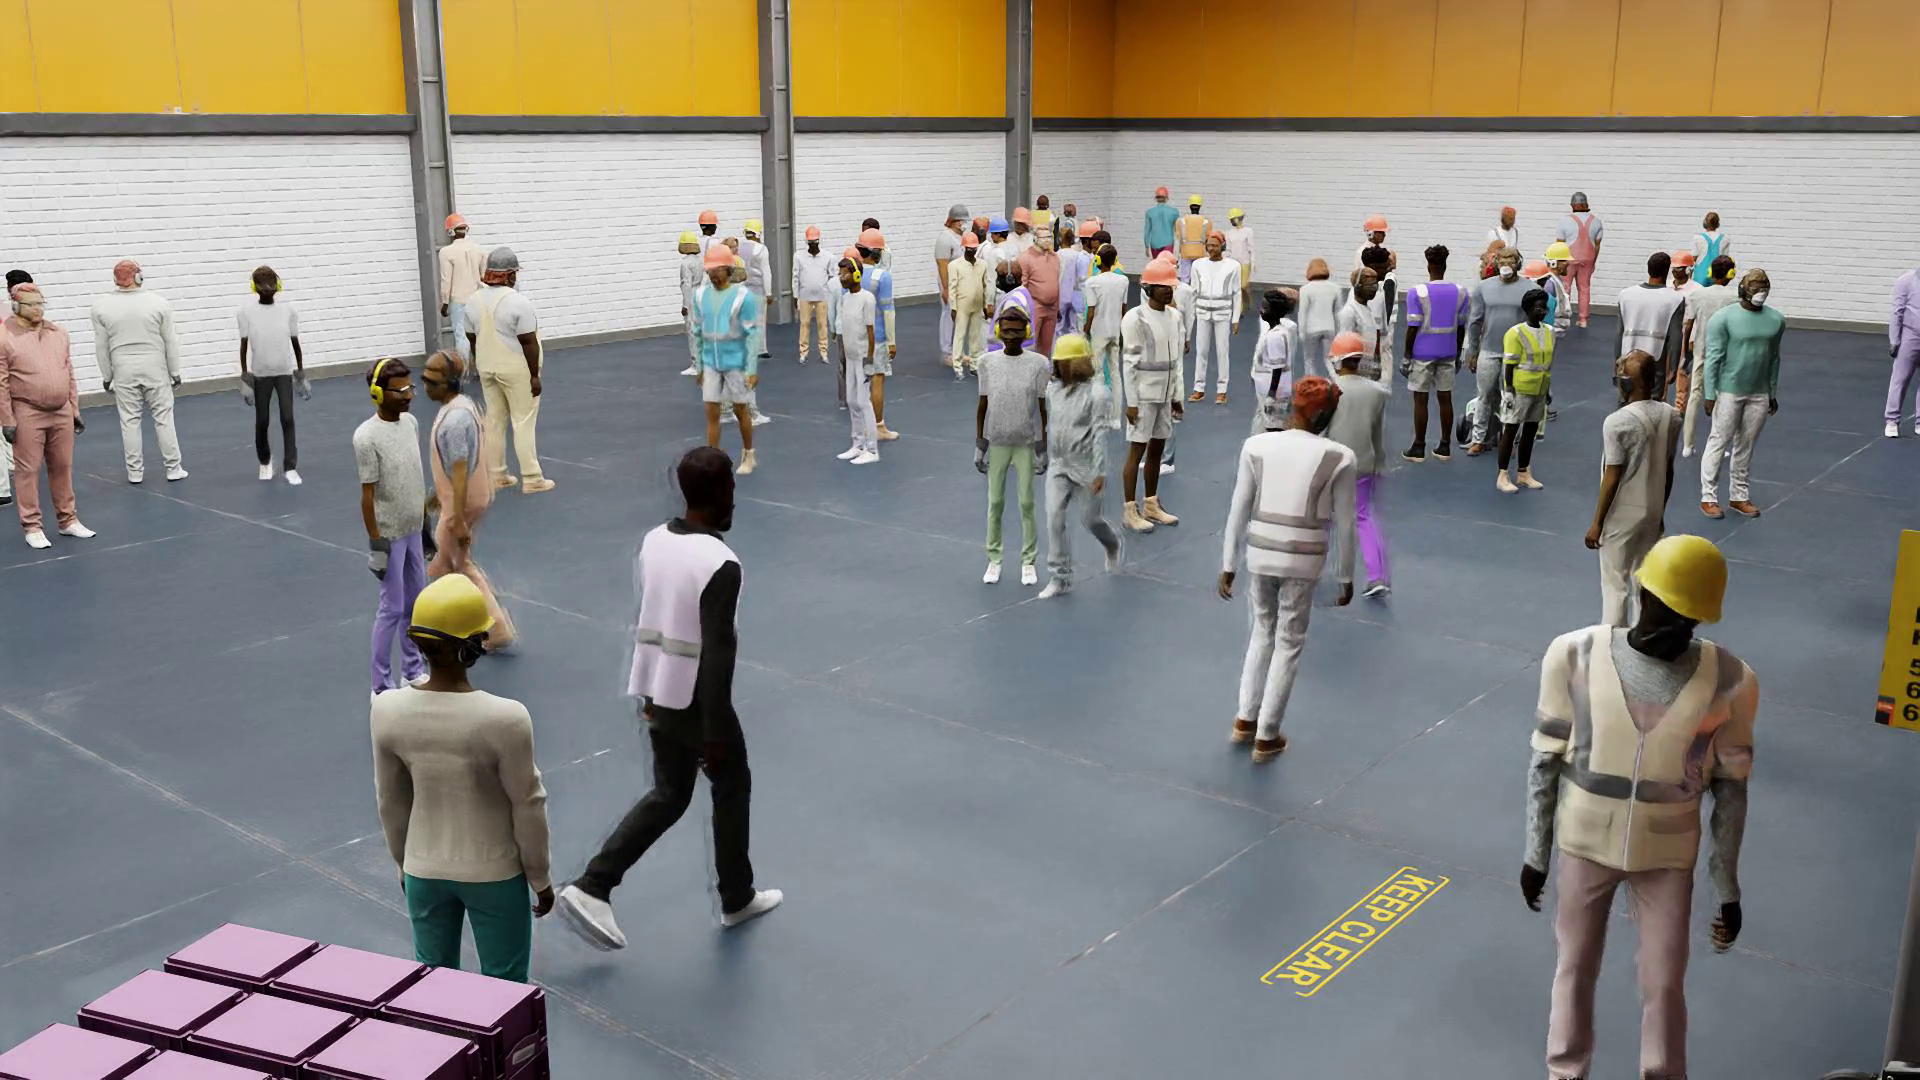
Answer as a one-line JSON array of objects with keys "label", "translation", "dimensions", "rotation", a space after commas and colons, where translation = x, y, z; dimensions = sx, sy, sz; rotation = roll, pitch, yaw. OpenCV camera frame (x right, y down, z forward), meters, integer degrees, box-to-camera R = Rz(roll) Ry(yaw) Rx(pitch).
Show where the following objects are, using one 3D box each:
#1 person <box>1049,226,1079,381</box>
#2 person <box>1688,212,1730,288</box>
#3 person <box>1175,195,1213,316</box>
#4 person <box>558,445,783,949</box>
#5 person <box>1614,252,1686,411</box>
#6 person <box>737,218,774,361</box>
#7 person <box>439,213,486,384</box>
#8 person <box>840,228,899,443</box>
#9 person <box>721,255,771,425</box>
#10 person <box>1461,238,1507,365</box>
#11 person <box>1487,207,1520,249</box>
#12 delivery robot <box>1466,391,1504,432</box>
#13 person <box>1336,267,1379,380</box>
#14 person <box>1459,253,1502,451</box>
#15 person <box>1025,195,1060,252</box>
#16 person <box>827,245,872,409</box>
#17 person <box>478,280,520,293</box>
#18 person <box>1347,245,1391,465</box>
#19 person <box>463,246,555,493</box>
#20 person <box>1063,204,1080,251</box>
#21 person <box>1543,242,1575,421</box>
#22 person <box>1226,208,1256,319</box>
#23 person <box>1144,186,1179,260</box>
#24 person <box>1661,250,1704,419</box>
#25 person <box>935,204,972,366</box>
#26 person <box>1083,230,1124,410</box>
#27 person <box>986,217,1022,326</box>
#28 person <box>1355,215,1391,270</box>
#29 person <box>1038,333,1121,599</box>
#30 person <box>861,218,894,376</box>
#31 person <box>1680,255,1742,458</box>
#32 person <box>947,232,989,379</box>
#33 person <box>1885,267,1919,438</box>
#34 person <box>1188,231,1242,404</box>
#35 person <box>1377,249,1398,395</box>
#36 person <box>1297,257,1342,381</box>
[{"label": "person", "translation": [1.261, -2.824, 19.884], "dimensions": [0.518, 1.836, 0.346], "rotation": [-7, 16, -26]}, {"label": "person", "translation": [10.307, -3.592, 22.956], "dimensions": [0.503, 1.837, 0.349], "rotation": [1, 14, 6]}, {"label": "person", "translation": [3.730, -4.542, 26.592], "dimensions": [0.587, 1.916, 0.395], "rotation": [2, 14, 7]}, {"label": "person", "translation": [-1.069, 0.599, 6.135], "dimensions": [0.823, 1.878, 0.638], "rotation": [-12, 19, -41]}, {"label": "person", "translation": [6.122, -1.601, 14.843], "dimensions": [0.589, 1.911, 0.387], "rotation": [12, 18, 39]}, {"label": "person", "translation": [-2.677, -3.250, 21.609], "dimensions": [0.596, 1.825, 0.403], "rotation": [11, 18, 36]}, {"label": "person", "translation": [-5.859, -2.845, 19.640], "dimensions": [0.384, 1.993, 0.609], "rotation": [12, 18, 39]}, {"label": "person", "translation": [-0.853, -1.962, 16.010], "dimensions": [0.616, 2.041, 0.378], "rotation": [10, 17, 35]}, {"label": "person", "translation": [-2.245, -2.037, 16.977], "dimensions": [0.429, 1.712, 0.568], "rotation": [-7, 16, -26]}, {"label": "person", "translation": [6.670, -3.009, 21.065], "dimensions": [0.723, 1.611, 0.495], "rotation": [-1, 14, -3]}, {"label": "person", "translation": [7.835, -3.876, 24.059], "dimensions": [0.604, 1.847, 0.656], "rotation": [-7, 16, -25]}, {"label": "delivery robot", "translation": [5.157, -1.278, 16.103], "dimensions": [0.477, 0.478, 0.707], "rotation": [9, 16, 31]}, {"label": "person", "translation": [3.366, -1.393, 14.136], "dimensions": [0.328, 1.844, 0.514], "rotation": [8, 16, 30]}, {"label": "person", "translation": [4.961, -1.755, 15.577], "dimensions": [0.389, 1.847, 0.563], "rotation": [9, 17, 32]}, {"label": "person", "translation": [1.395, -4.979, 28.508], "dimensions": [0.631, 1.836, 0.431], "rotation": [2, 14, 7]}, {"label": "person", "translation": [-1.136, -2.270, 17.825], "dimensions": [0.562, 1.752, 0.327], "rotation": [4, 15, 15]}, {"label": "person", "translation": [-5.106, -2.374, 18.568], "dimensions": [0.507, 1.583, 0.879], "rotation": [-9, 17, -33]}, {"label": "person", "translation": [3.661, -1.665, 14.977], "dimensions": [0.361, 1.963, 0.614], "rotation": [-2, 14, -6]}, {"label": "person", "translation": [-3.721, -1.414, 13.822], "dimensions": [0.680, 2.000, 0.537], "rotation": [7, 16, 25]}, {"label": "person", "translation": [1.974, -5.164, 29.649], "dimensions": [0.315, 1.631, 0.517], "rotation": [4, 15, 17]}, {"label": "person", "translation": [6.107, -2.156, 17.214], "dimensions": [0.404, 1.829, 0.600], "rotation": [6, 15, 23]}, {"label": "person", "translation": [4.423, -4.336, 26.137], "dimensions": [0.426, 1.728, 0.562], "rotation": [-12, 19, -41]}, {"label": "person", "translation": [3.516, -5.174, 29.014], "dimensions": [0.627, 1.970, 0.876], "rotation": [3, 14, 12]}, {"label": "person", "translation": [7.384, -2.112, 17.194], "dimensions": [0.324, 1.752, 0.560], "rotation": [-9, 17, -32]}, {"label": "person", "translation": [-0.009, -3.250, 21.162], "dimensions": [0.536, 2.000, 0.688], "rotation": [7, 16, 25]}, {"label": "person", "translation": [1.534, -2.357, 17.852], "dimensions": [0.391, 1.914, 0.593], "rotation": [-8, 16, -28]}, {"label": "person", "translation": [0.502, -2.864, 19.830], "dimensions": [0.417, 1.939, 0.605], "rotation": [10, 17, 36]}, {"label": "person", "translation": [4.764, -2.766, 19.318], "dimensions": [0.396, 1.992, 0.623], "rotation": [9, 17, 32]}, {"label": "person", "translation": [0.786, -0.504, 10.845], "dimensions": [0.487, 1.717, 0.706], "rotation": [10, 17, 34]}, {"label": "person", "translation": [-1.016, -2.944, 20.212], "dimensions": [0.390, 1.910, 0.583], "rotation": [-8, 16, -30]}, {"label": "person", "translation": [6.872, -1.668, 15.199], "dimensions": [0.535, 1.863, 0.330], "rotation": [11, 18, 38]}, {"label": "person", "translation": [0.117, -2.820, 20.023], "dimensions": [0.563, 1.752, 0.329], "rotation": [-9, 17, -33]}, {"label": "person", "translation": [9.383, -1.936, 16.179], "dimensions": [0.639, 1.910, 0.407], "rotation": [2, 14, 8]}, {"label": "person", "translation": [2.778, -2.432, 18.211], "dimensions": [0.584, 1.882, 0.337], "rotation": [6, 15, 23]}, {"label": "person", "translation": [4.795, -2.464, 18.835], "dimensions": [0.307, 1.640, 0.521], "rotation": [1, 14, 5]}, {"label": "person", "translation": [3.937, -2.242, 18.011], "dimensions": [0.511, 1.609, 0.594], "rotation": [-4, 15, -15]}]
